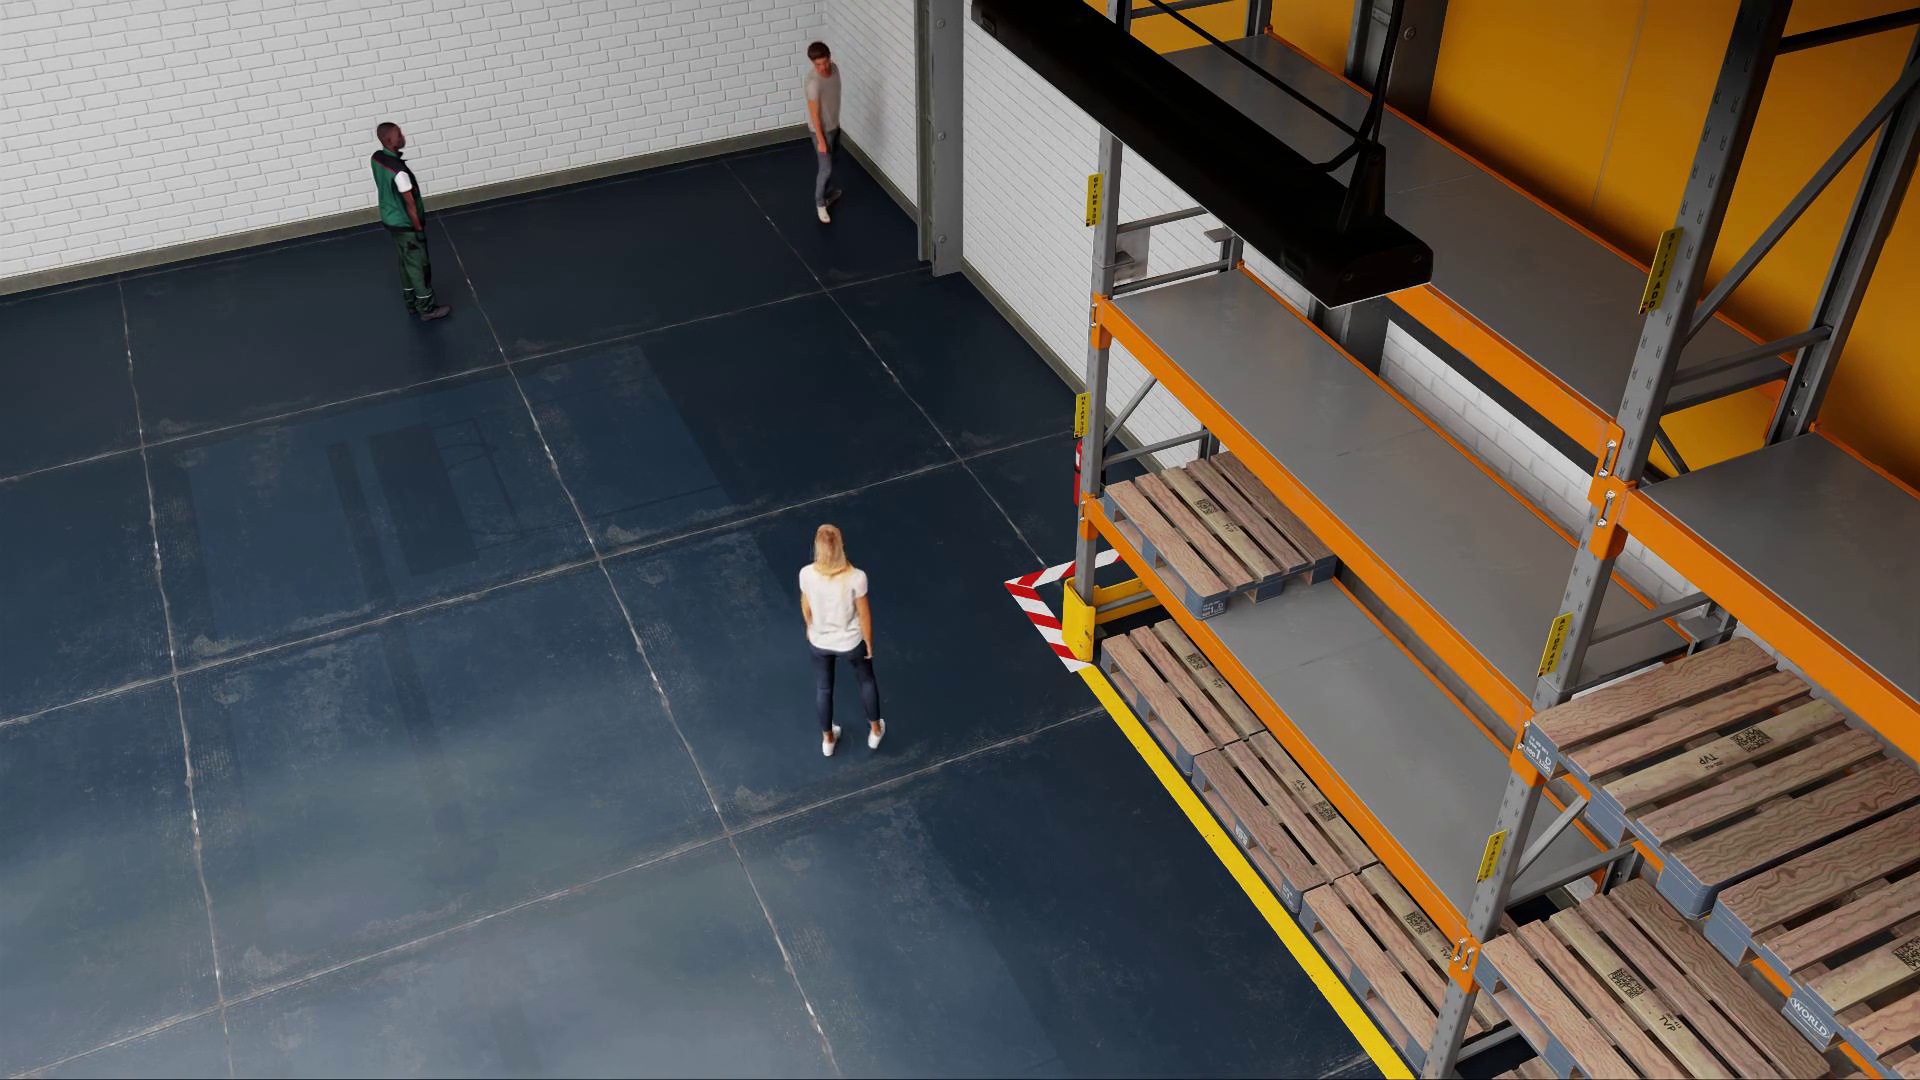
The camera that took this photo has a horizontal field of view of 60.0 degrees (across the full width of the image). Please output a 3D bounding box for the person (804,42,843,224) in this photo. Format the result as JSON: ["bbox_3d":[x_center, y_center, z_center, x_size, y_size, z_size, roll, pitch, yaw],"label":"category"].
[{"bbox_3d":[-1.319,-4.042,16.240,0.922,1.854,0.865,6,39,8],"label":"person"}]

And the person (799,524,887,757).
[{"bbox_3d":[-0.791,0.667,10.385,0.742,1.803,0.760,8,39,10],"label":"person"}]

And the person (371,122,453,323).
[{"bbox_3d":[-4.913,-2.820,14.724,0.813,1.837,0.644,-31,48,-32],"label":"person"}]
